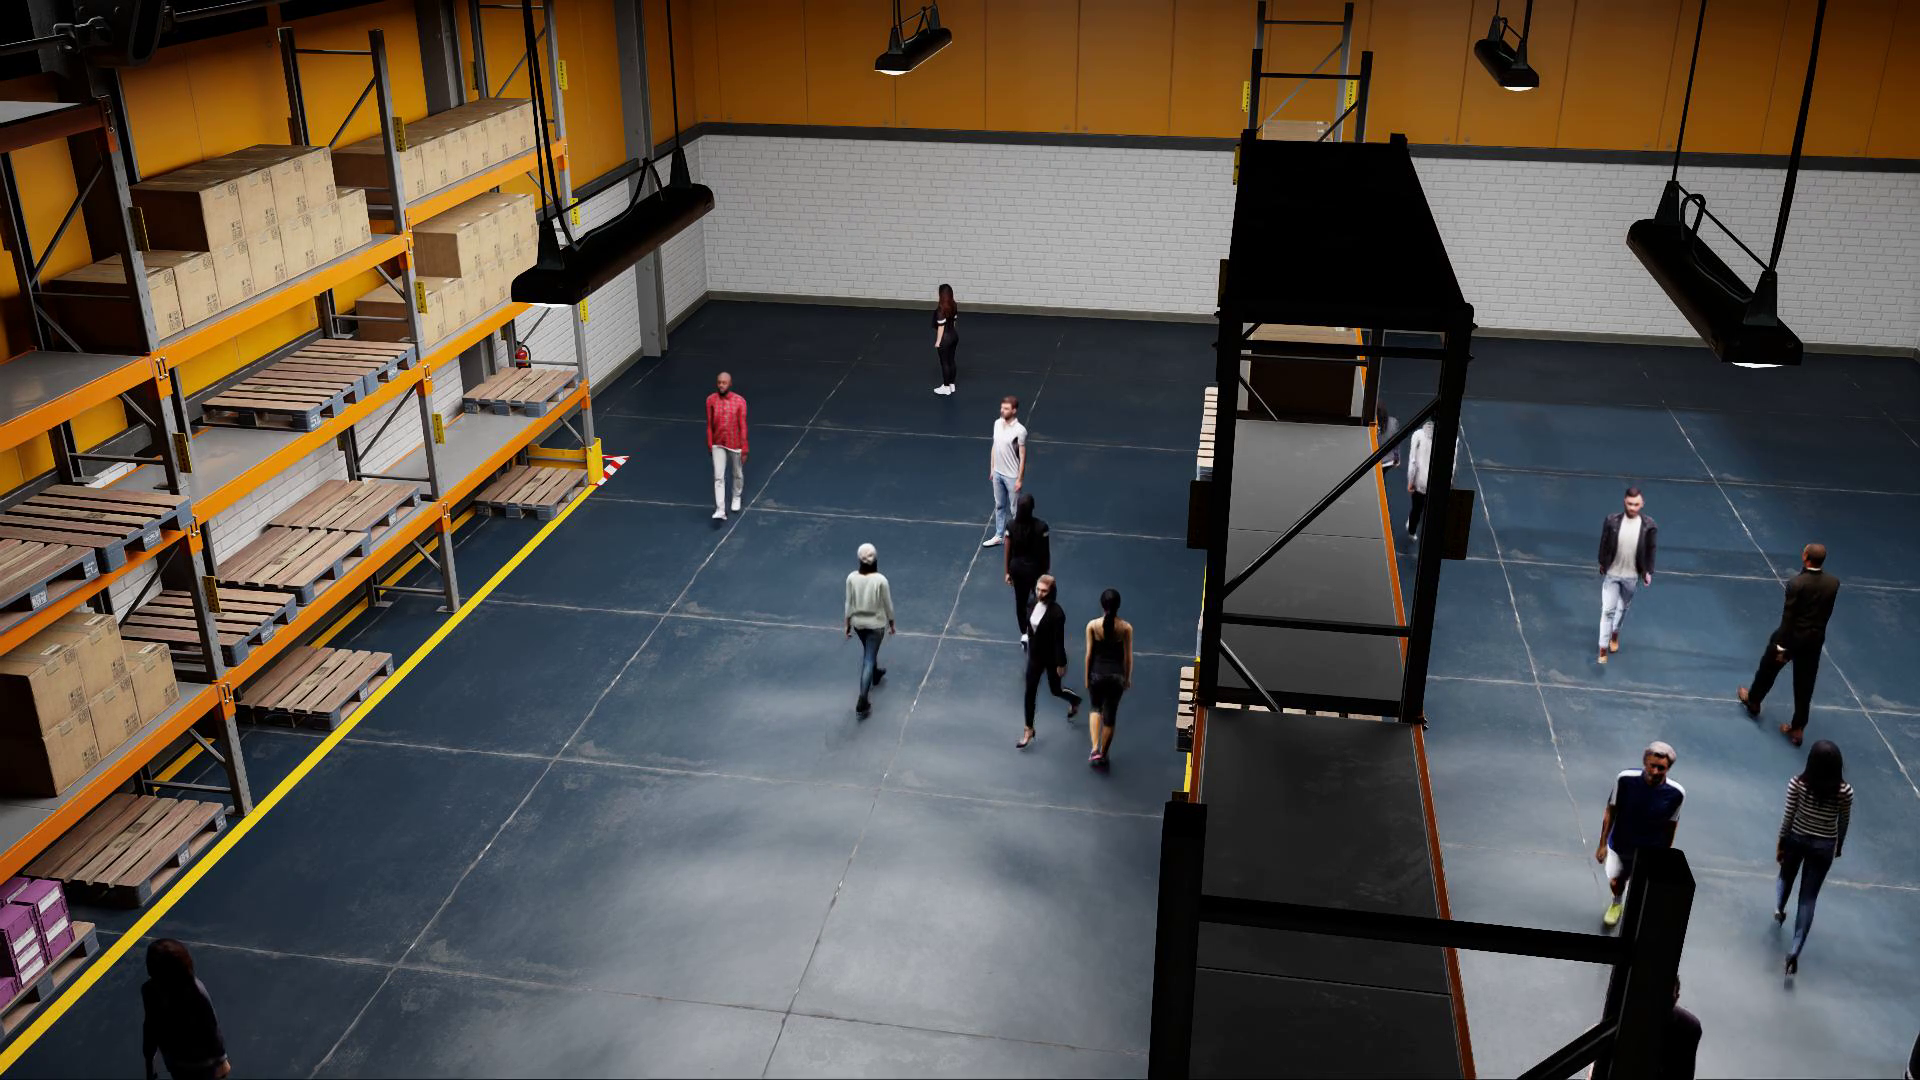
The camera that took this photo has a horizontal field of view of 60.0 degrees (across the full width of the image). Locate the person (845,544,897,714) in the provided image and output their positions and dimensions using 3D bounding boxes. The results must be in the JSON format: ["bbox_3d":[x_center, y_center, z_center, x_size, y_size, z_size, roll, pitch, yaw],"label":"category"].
[{"bbox_3d":[-0.873,0.842,15.646,0.671,1.601,1.146,6,24,14],"label":"person"}]

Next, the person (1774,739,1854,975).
[{"bbox_3d":[6.160,2.326,12.066,0.837,1.749,1.206,12,26,25],"label":"person"}]

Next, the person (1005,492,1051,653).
[{"bbox_3d":[0.667,0.362,16.592,0.636,1.722,0.828,5,24,12],"label":"person"}]

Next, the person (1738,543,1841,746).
[{"bbox_3d":[7.643,0.965,15.031,0.847,1.868,1.183,0,24,-1],"label":"person"}]

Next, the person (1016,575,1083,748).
[{"bbox_3d":[0.840,1.065,15.049,1.154,1.669,0.996,-22,32,-40],"label":"person"}]

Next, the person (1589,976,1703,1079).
[{"bbox_3d":[4.007,3.259,9.853,0.828,1.812,1.233,7,25,16],"label":"person"}]

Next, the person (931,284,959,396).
[{"bbox_3d":[-0.197,-2.939,24.247,0.748,1.639,0.635,14,27,28],"label":"person"}]

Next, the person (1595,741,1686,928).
[{"bbox_3d":[4.968,2.226,12.239,0.935,1.793,1.283,13,27,27],"label":"person"}]

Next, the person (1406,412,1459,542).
[{"bbox_3d":[5.282,-0.587,18.594,0.679,1.858,1.230,4,24,9],"label":"person"}]

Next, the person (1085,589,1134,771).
[{"bbox_3d":[1.287,1.260,14.540,0.550,1.720,0.608,4,24,9],"label":"person"}]

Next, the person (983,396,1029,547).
[{"bbox_3d":[0.552,-0.762,19.003,0.741,1.852,0.723,-22,32,-40],"label":"person"}]

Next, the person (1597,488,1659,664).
[{"bbox_3d":[6.631,0.305,16.620,0.788,1.805,1.116,8,25,17],"label":"person"}]

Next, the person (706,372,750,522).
[{"bbox_3d":[-2.767,-1.168,20.020,0.771,1.780,1.171,2,24,4],"label":"person"}]

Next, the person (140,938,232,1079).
[{"bbox_3d":[-4.665,3.136,10.216,0.682,1.748,0.861,7,24,15],"label":"person"}]
